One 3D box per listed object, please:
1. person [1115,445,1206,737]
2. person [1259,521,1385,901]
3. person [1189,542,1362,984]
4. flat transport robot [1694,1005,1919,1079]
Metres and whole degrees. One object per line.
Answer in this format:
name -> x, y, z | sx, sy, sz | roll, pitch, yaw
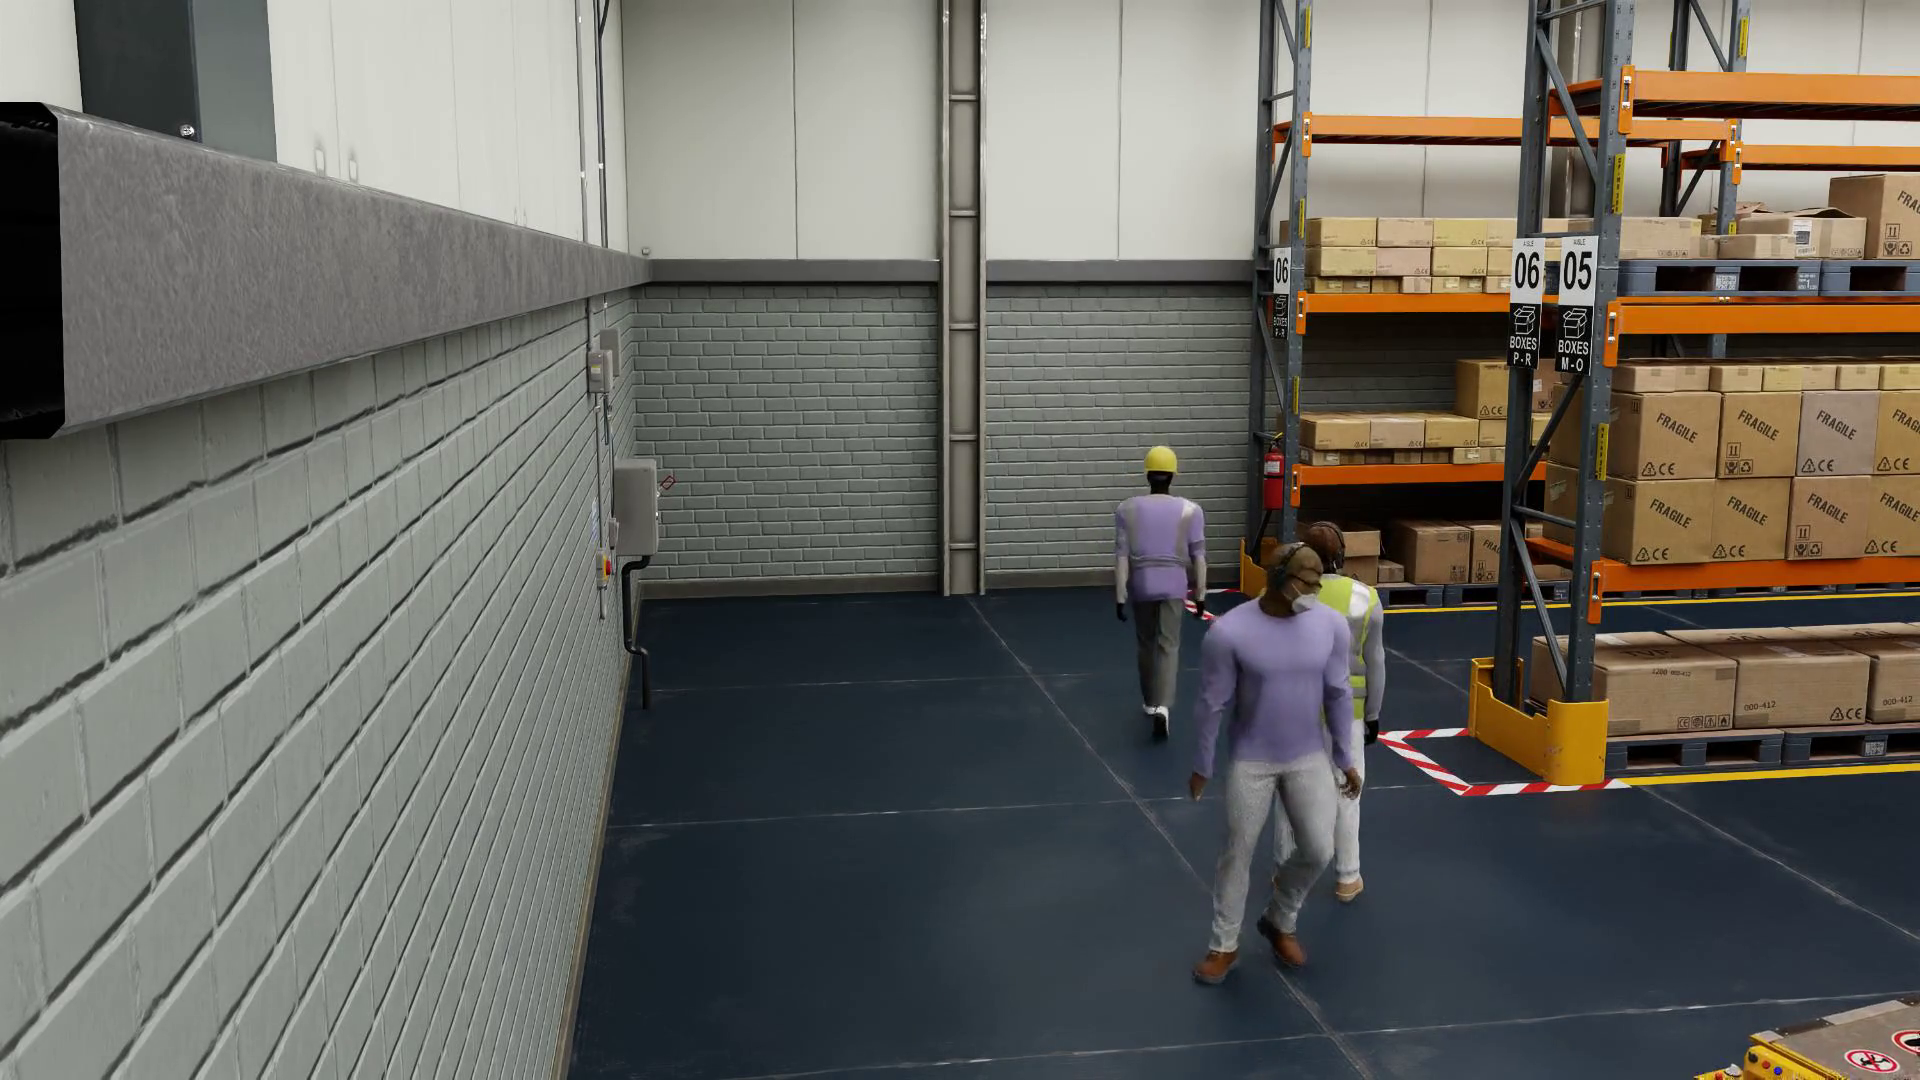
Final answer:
person -> 1.319, 0.321, 10.997 | 0.599, 1.891, 0.921 | 1, 9, 8
person -> 1.728, 0.824, 8.027 | 0.619, 1.845, 0.430 | 3, 10, 15
person -> 1.342, 0.945, 7.052 | 0.724, 1.916, 0.394 | -1, 9, -6
flat transport robot -> 3.445, 1.933, 6.015 | 1.431, 0.197, 0.652 | -4, 10, -23
